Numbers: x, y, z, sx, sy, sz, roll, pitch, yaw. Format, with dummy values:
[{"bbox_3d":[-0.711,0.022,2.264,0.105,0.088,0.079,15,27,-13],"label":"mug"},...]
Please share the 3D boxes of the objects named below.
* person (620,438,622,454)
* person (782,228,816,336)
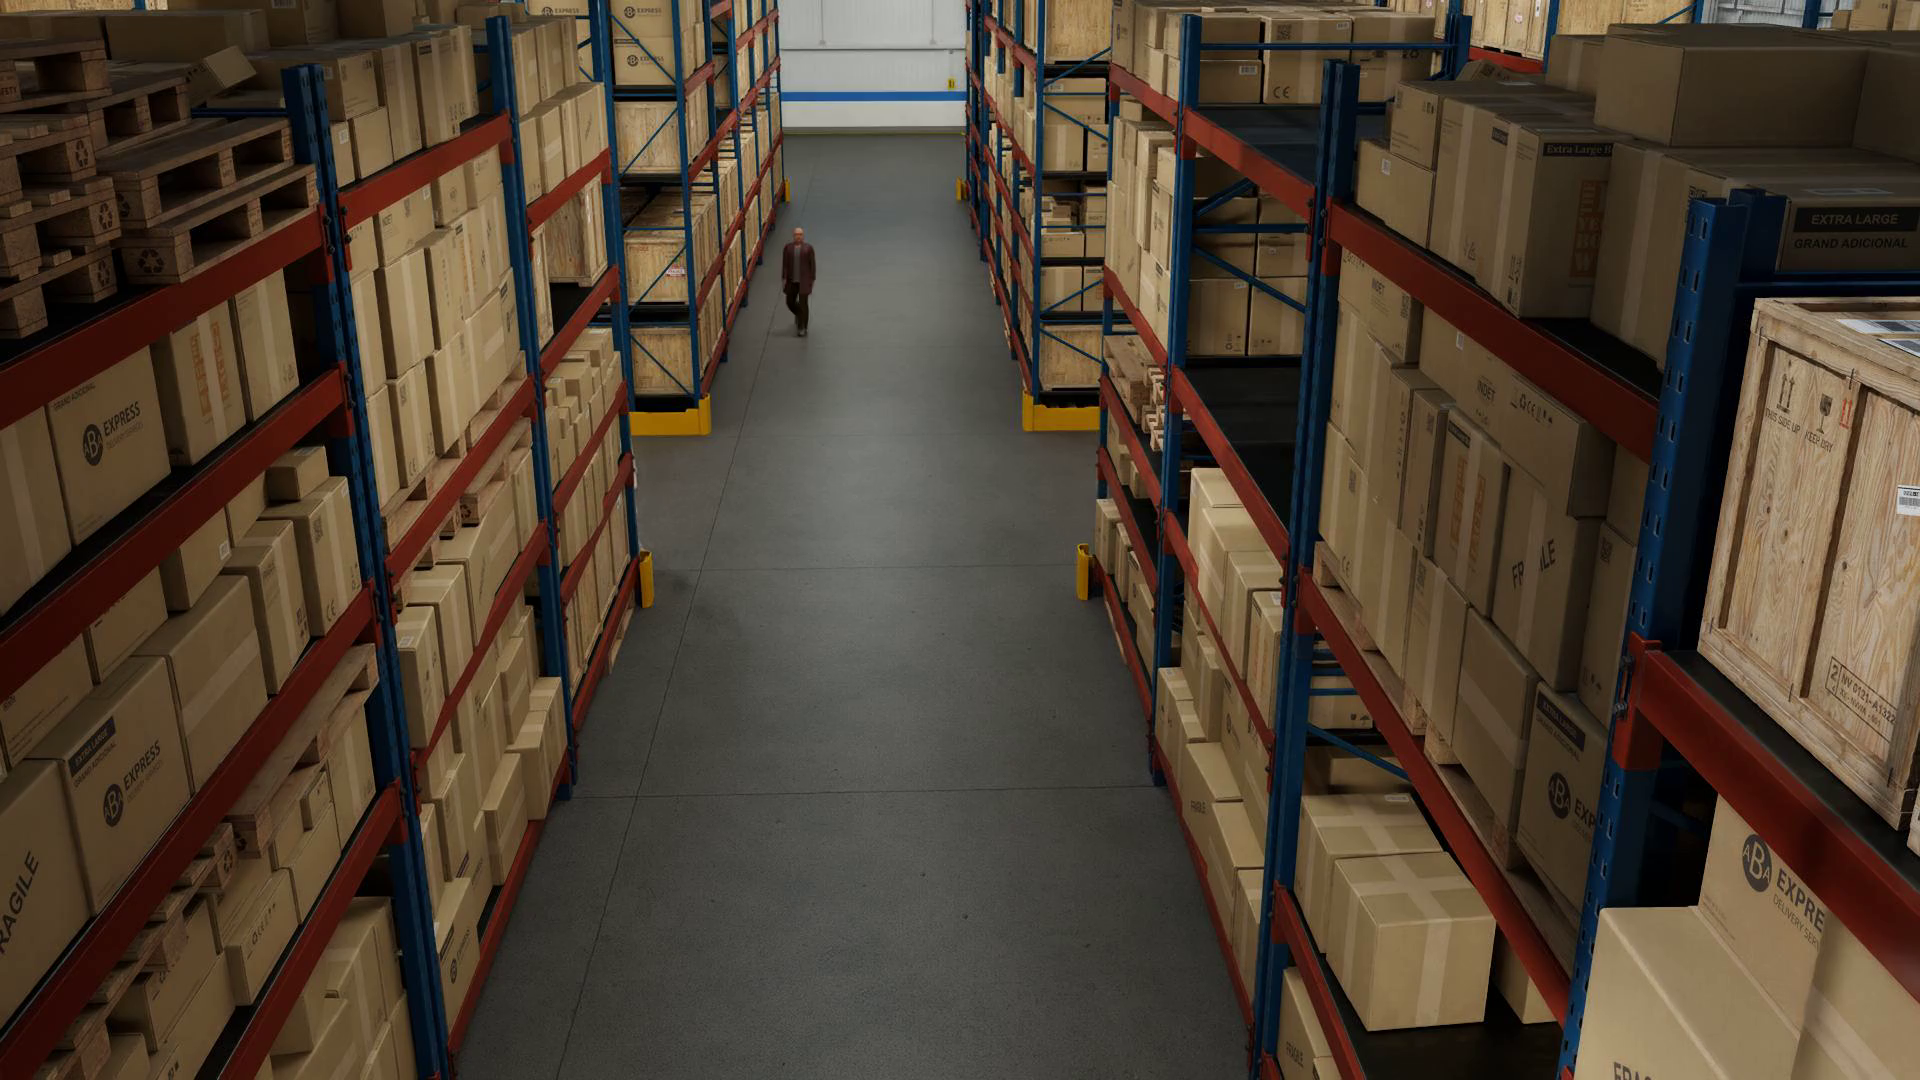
[{"bbox_3d":[-3.813,-0.472,17.694,0.780,1.768,0.635,4,21,10],"label":"person"},{"bbox_3d":[-2.746,-4.424,28.317,0.570,1.769,0.814,3,21,9],"label":"person"}]
